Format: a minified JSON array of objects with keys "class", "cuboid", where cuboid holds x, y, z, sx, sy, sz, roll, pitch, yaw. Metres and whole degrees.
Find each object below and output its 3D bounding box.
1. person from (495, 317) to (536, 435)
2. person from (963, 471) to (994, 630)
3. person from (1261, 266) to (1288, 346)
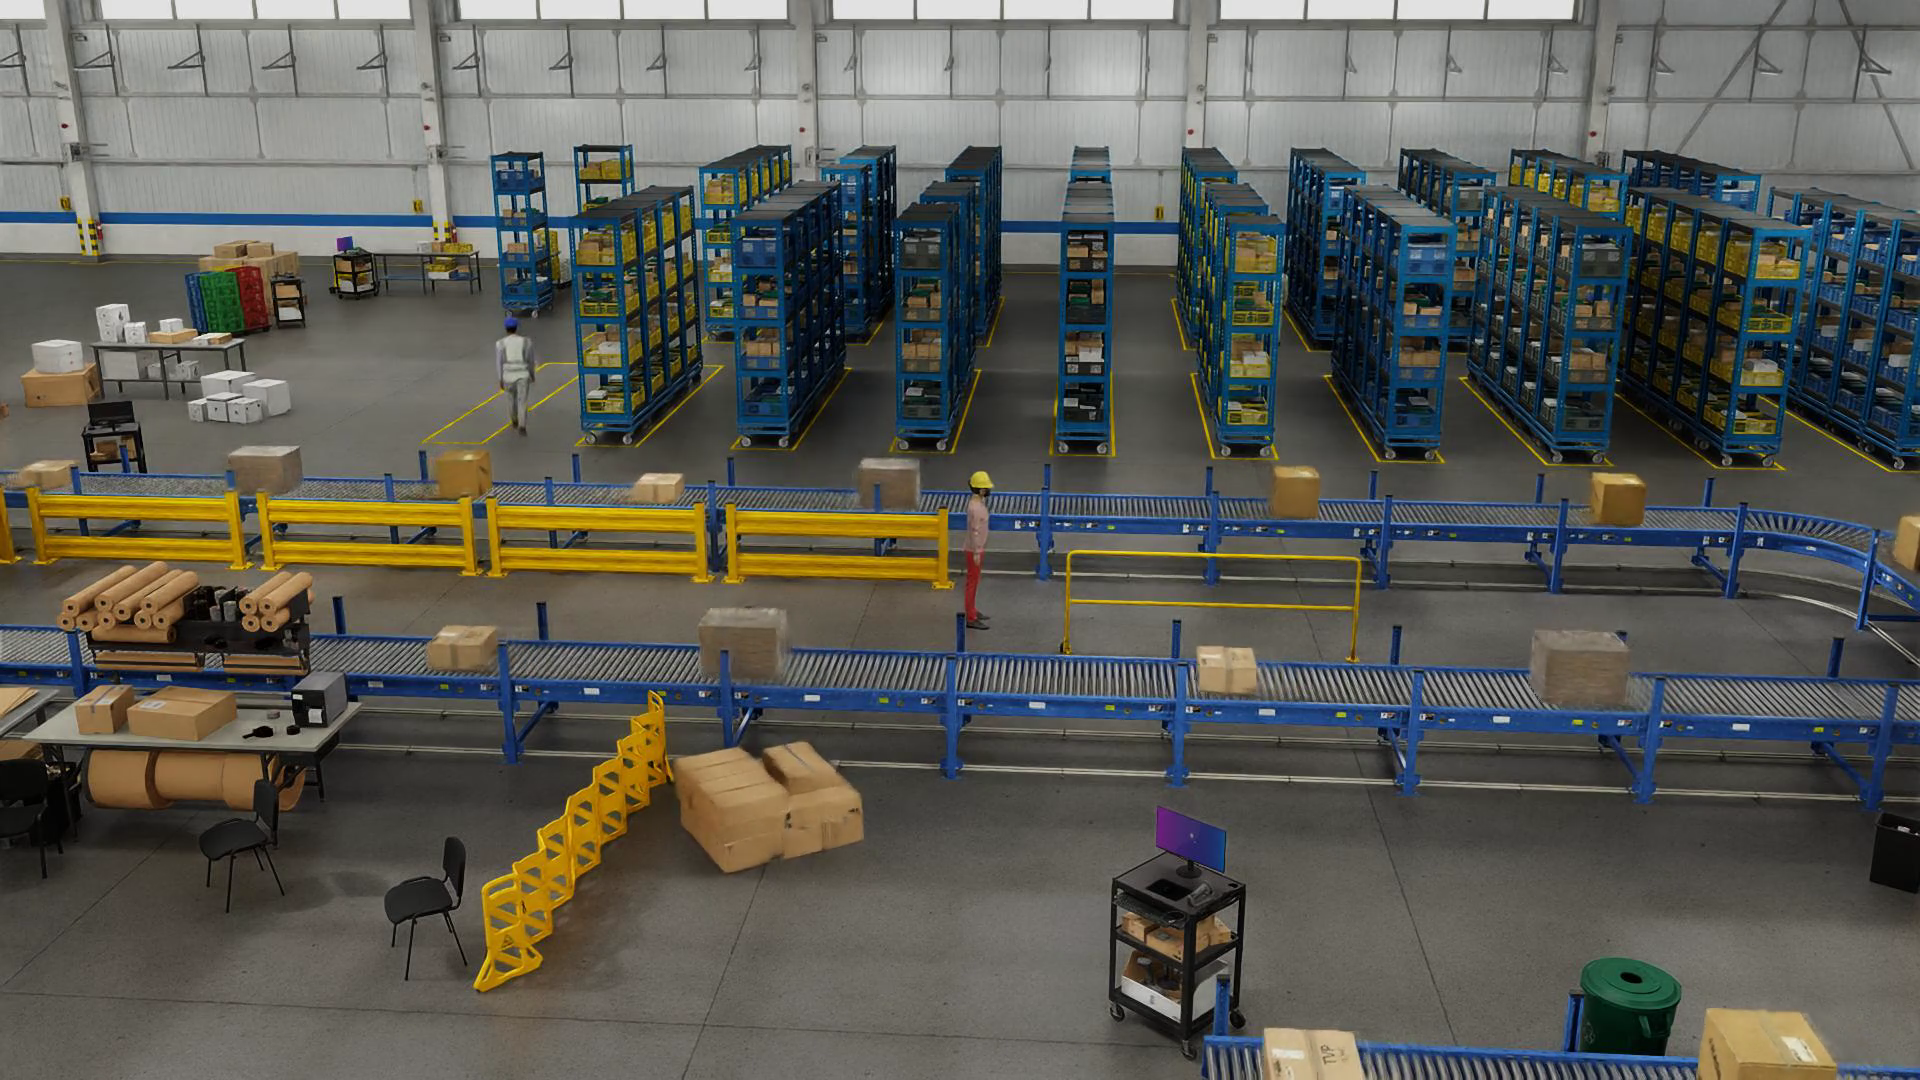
[{"class":"person","cuboid":[-7.181,-2.663,26.924,0.604,1.899,1.017,-4,18,-11]},{"class":"person","cuboid":[0.203,0.096,18.364,0.329,1.769,0.526,1,18,4]},{"class":"person","cuboid":[6.385,-4.865,33.995,0.591,1.834,0.404,-2,18,-6]}]
